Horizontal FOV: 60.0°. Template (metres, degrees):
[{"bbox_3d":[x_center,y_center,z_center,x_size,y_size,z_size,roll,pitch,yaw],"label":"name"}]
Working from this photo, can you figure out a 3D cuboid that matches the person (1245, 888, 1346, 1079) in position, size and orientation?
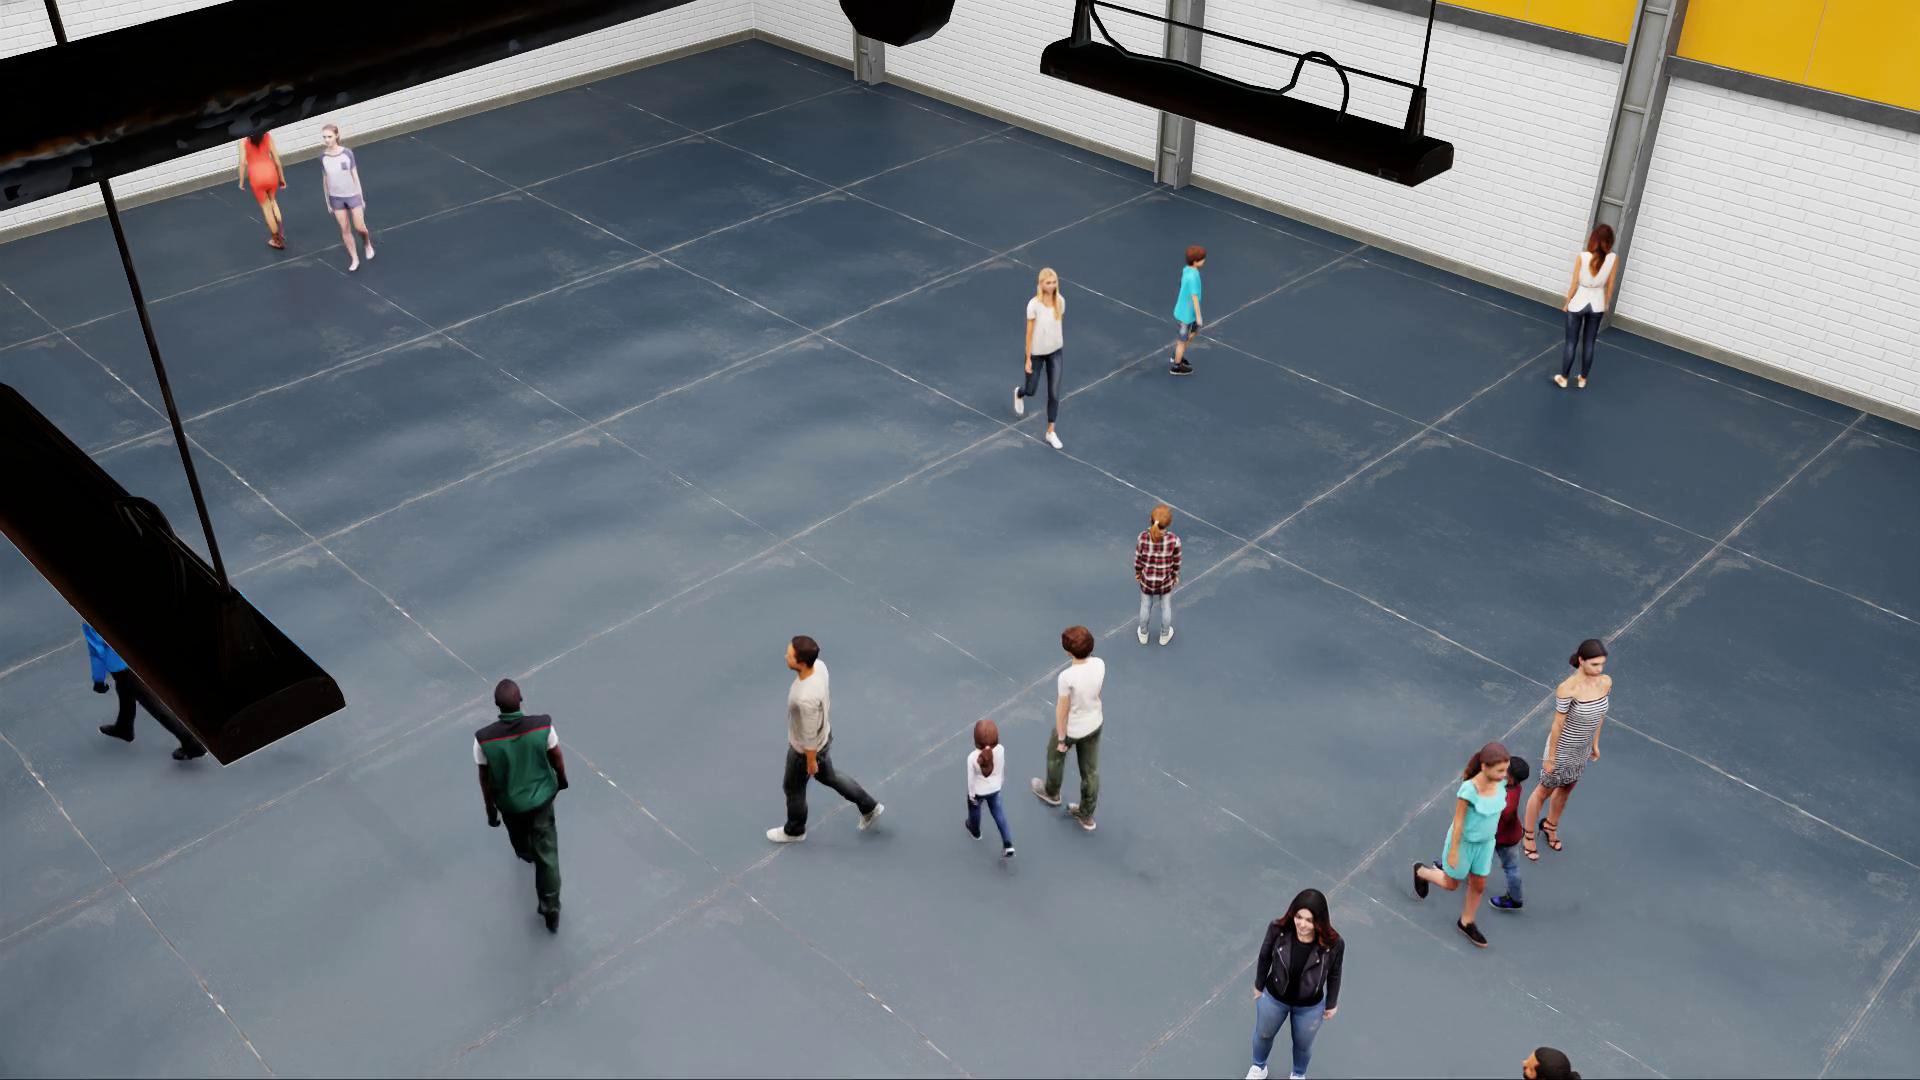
[{"bbox_3d":[1.928,2.637,9.622,0.652,1.634,0.779,11,35,16],"label":"person"}]

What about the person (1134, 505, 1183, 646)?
[{"bbox_3d":[1.595,0.285,13.458,0.594,1.305,0.676,6,34,9],"label":"person"}]

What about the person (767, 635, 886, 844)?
[{"bbox_3d":[-0.938,1.370,11.390,1.160,1.788,1.061,2,34,3],"label":"person"}]

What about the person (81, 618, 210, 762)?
[{"bbox_3d":[-5.971,0.910,12.118,1.250,1.747,1.080,5,34,7],"label":"person"}]

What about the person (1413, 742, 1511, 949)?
[{"bbox_3d":[3.267,1.914,10.789,0.757,1.547,0.967,-15,36,-21],"label":"person"}]

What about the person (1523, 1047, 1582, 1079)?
[{"bbox_3d":[2.913,3.239,8.597,0.655,1.766,0.681,17,37,23],"label":"person"}]

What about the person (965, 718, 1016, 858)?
[{"bbox_3d":[0.207,1.728,11.477,0.589,1.095,0.811,-14,36,-20],"label":"person"}]

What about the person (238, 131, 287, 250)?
[{"bbox_3d":[-8.323,-4.309,20.002,0.620,1.712,0.636,23,40,31],"label":"person"}]

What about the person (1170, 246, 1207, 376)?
[{"bbox_3d":[2.298,-2.394,17.369,0.668,1.438,0.612,1,34,1],"label":"person"}]

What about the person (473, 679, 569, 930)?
[{"bbox_3d":[-2.802,1.757,10.812,1.056,1.782,1.275,-10,35,-14],"label":"person"}]

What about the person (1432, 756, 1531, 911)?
[{"bbox_3d":[3.666,1.956,11.017,0.911,1.223,0.743,10,35,15],"label":"person"}]

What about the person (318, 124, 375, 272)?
[{"bbox_3d":[-7.220,-4.066,19.600,0.749,1.753,0.809,-2,34,-3],"label":"person"}]

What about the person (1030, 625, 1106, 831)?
[{"bbox_3d":[0.880,1.344,11.566,0.698,1.635,0.904,-18,37,-24],"label":"person"}]

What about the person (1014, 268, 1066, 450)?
[{"bbox_3d":[0.766,-1.818,16.184,0.866,1.789,1.140,-14,36,-20],"label":"person"}]

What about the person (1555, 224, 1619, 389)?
[{"bbox_3d":[6.427,-2.385,17.043,0.660,1.785,0.741,3,34,5],"label":"person"}]

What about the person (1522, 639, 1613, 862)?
[{"bbox_3d":[4.122,1.419,11.285,0.672,1.822,0.653,-14,36,-20],"label":"person"}]
